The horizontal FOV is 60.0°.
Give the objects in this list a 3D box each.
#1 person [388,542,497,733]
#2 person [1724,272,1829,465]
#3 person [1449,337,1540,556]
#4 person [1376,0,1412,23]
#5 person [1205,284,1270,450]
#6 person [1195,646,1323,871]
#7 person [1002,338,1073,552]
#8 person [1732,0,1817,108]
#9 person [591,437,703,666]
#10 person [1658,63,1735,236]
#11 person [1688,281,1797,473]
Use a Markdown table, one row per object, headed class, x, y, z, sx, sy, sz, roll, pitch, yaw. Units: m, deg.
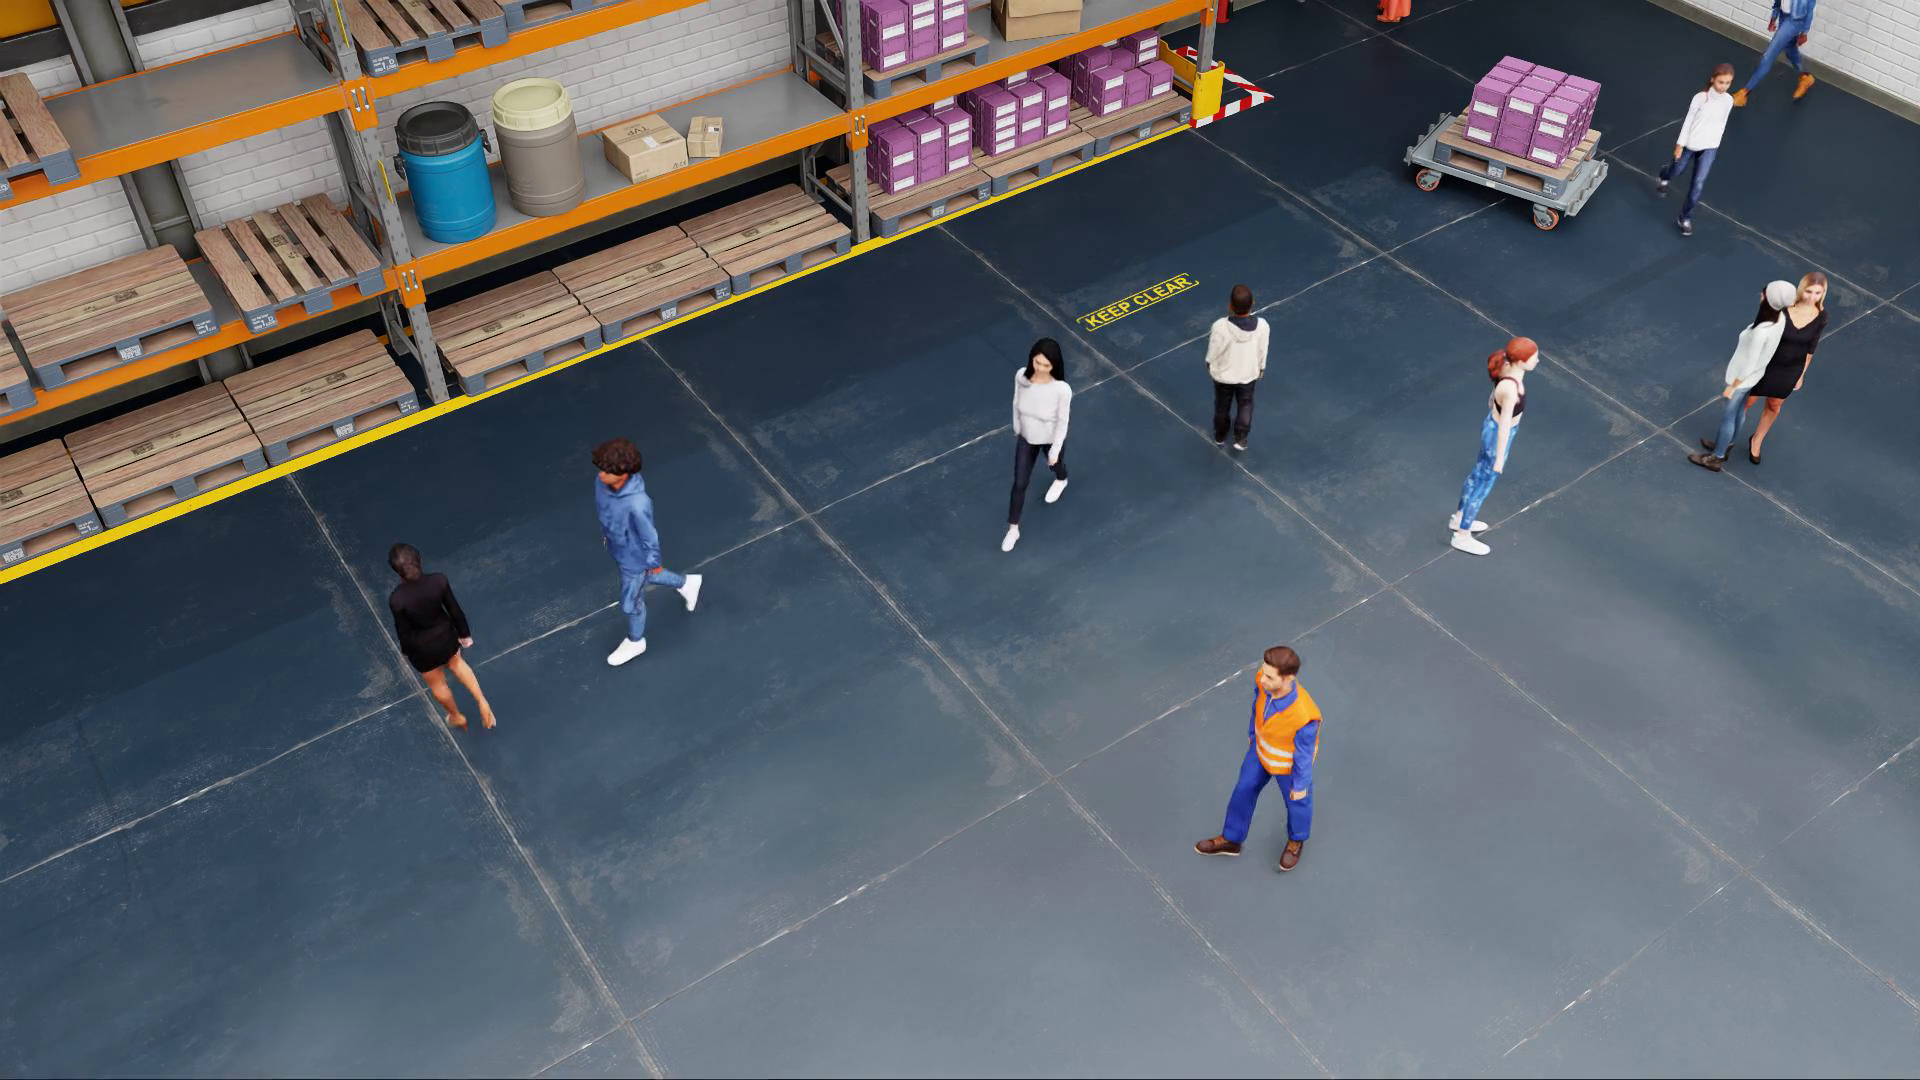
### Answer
| class | x | y | z | sx | sy | sz | roll | pitch | yaw |
| --- | --- | --- | --- | --- | --- | --- | --- | --- | --- |
| person | -3.195 | 0.689 | 10.236 | 0.697 | 1.629 | 0.693 | -34 | 53 | -30 |
| person | 6.017 | -1.264 | 12.252 | 0.606 | 1.676 | 0.654 | 9 | 44 | 9 |
| person | 3.717 | -0.676 | 11.557 | 0.729 | 1.784 | 0.670 | 7 | 44 | 7 |
| person | 4.694 | -6.352 | 17.499 | 0.785 | 1.806 | 0.717 | 9 | 44 | 9 |
| person | 2.042 | -1.240 | 12.394 | 0.770 | 1.445 | 0.826 | 4 | 44 | 5 |
| person | 1.886 | 1.219 | 9.529 | 0.851 | 1.838 | 0.668 | -30 | 51 | -28 |
| person | 0.626 | -0.771 | 11.751 | 0.987 | 1.654 | 1.201 | 19 | 47 | 19 |
| person | 8.156 | -4.988 | 16.176 | 1.327 | 1.656 | 0.963 | -10 | 44 | -10 |
| person | -2.064 | 0.008 | 10.838 | 1.020 | 1.786 | 0.658 | -27 | 50 | -25 |
| person | 6.527 | -3.539 | 14.742 | 0.960 | 1.536 | 0.997 | 5 | 44 | 5 |
| person | 5.772 | -1.218 | 12.226 | 0.675 | 1.645 | 0.499 | 32 | 52 | 29 |
